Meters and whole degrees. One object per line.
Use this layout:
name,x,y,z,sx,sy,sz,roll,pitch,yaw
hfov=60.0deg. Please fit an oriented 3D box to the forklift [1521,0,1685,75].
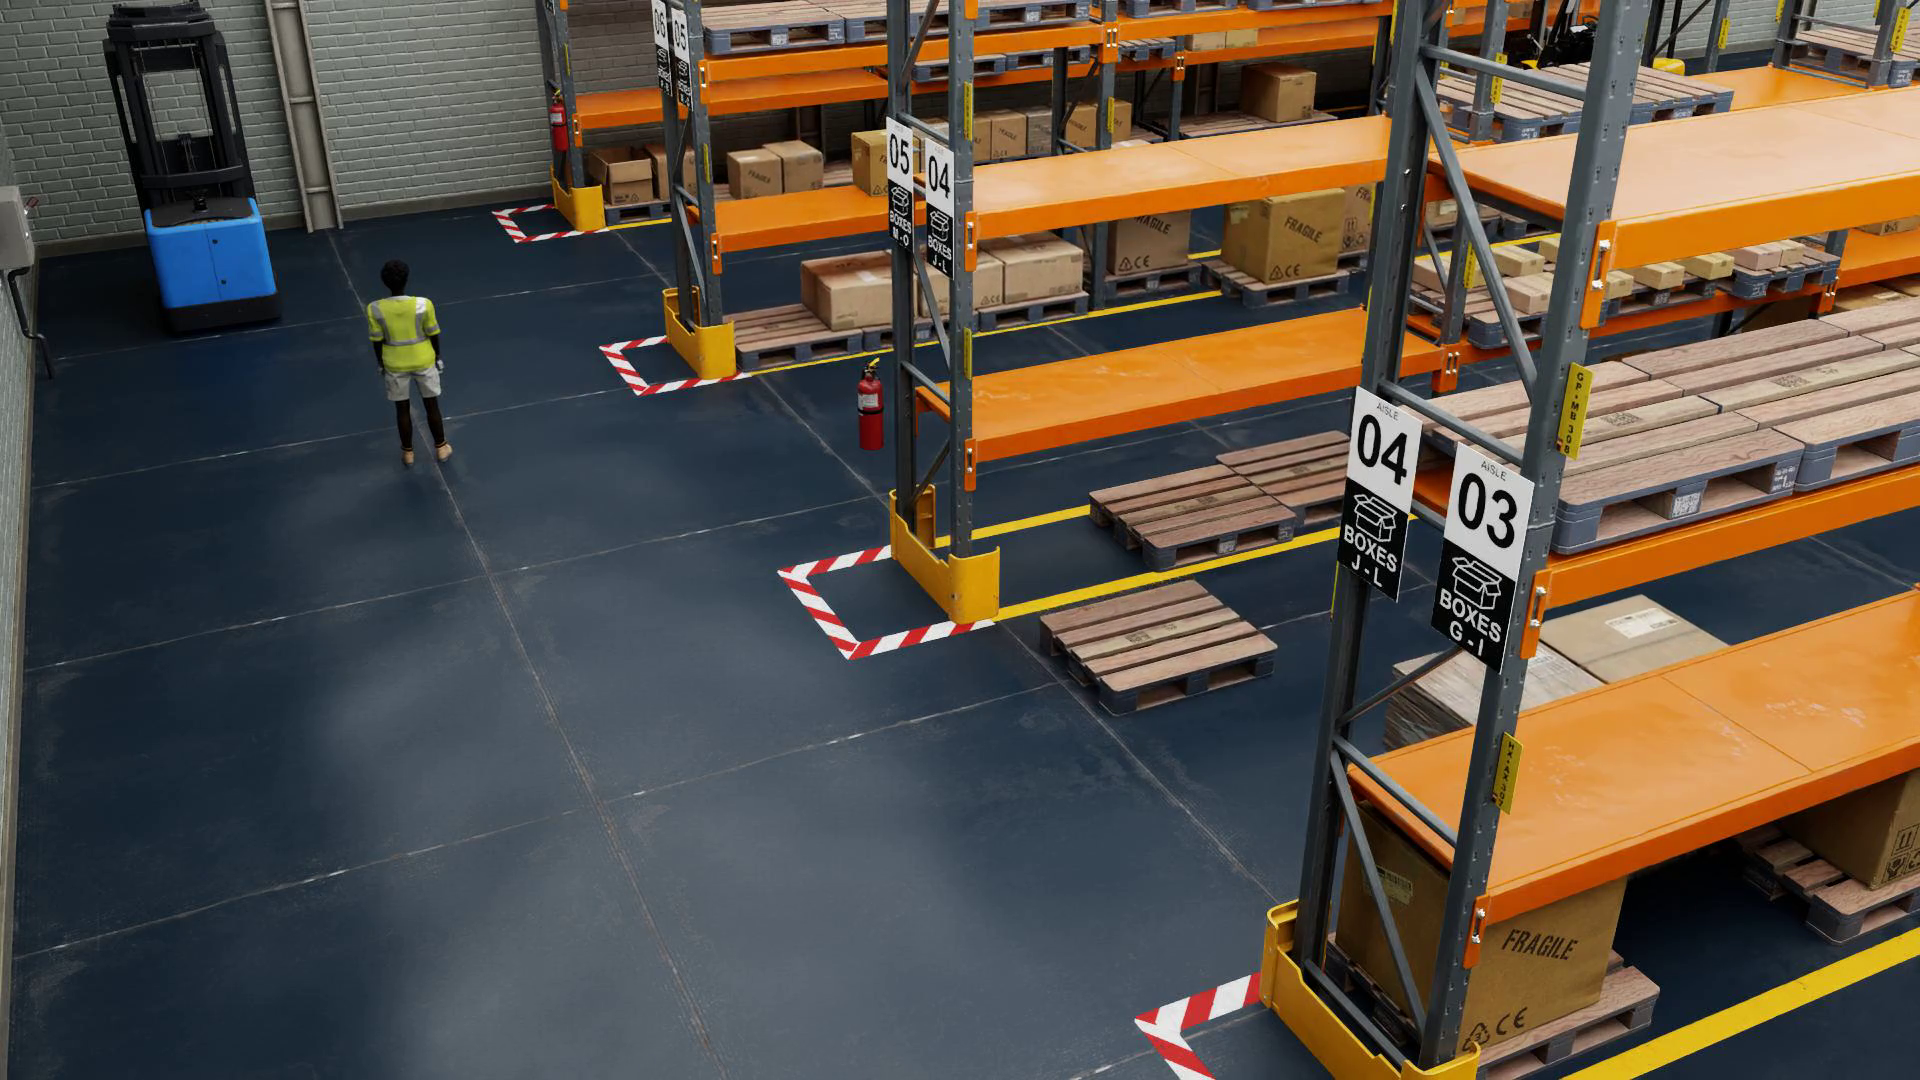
forklift,8.950,-6.807,23.056,1.214,2.155,2.313,-12,30,-22

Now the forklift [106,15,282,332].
forklift,-7.548,-3.672,16.323,1.129,2.768,1.873,-12,30,-22

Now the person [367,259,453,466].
person,-4.380,-1.407,13.243,0.541,1.695,0.316,-7,28,-13
